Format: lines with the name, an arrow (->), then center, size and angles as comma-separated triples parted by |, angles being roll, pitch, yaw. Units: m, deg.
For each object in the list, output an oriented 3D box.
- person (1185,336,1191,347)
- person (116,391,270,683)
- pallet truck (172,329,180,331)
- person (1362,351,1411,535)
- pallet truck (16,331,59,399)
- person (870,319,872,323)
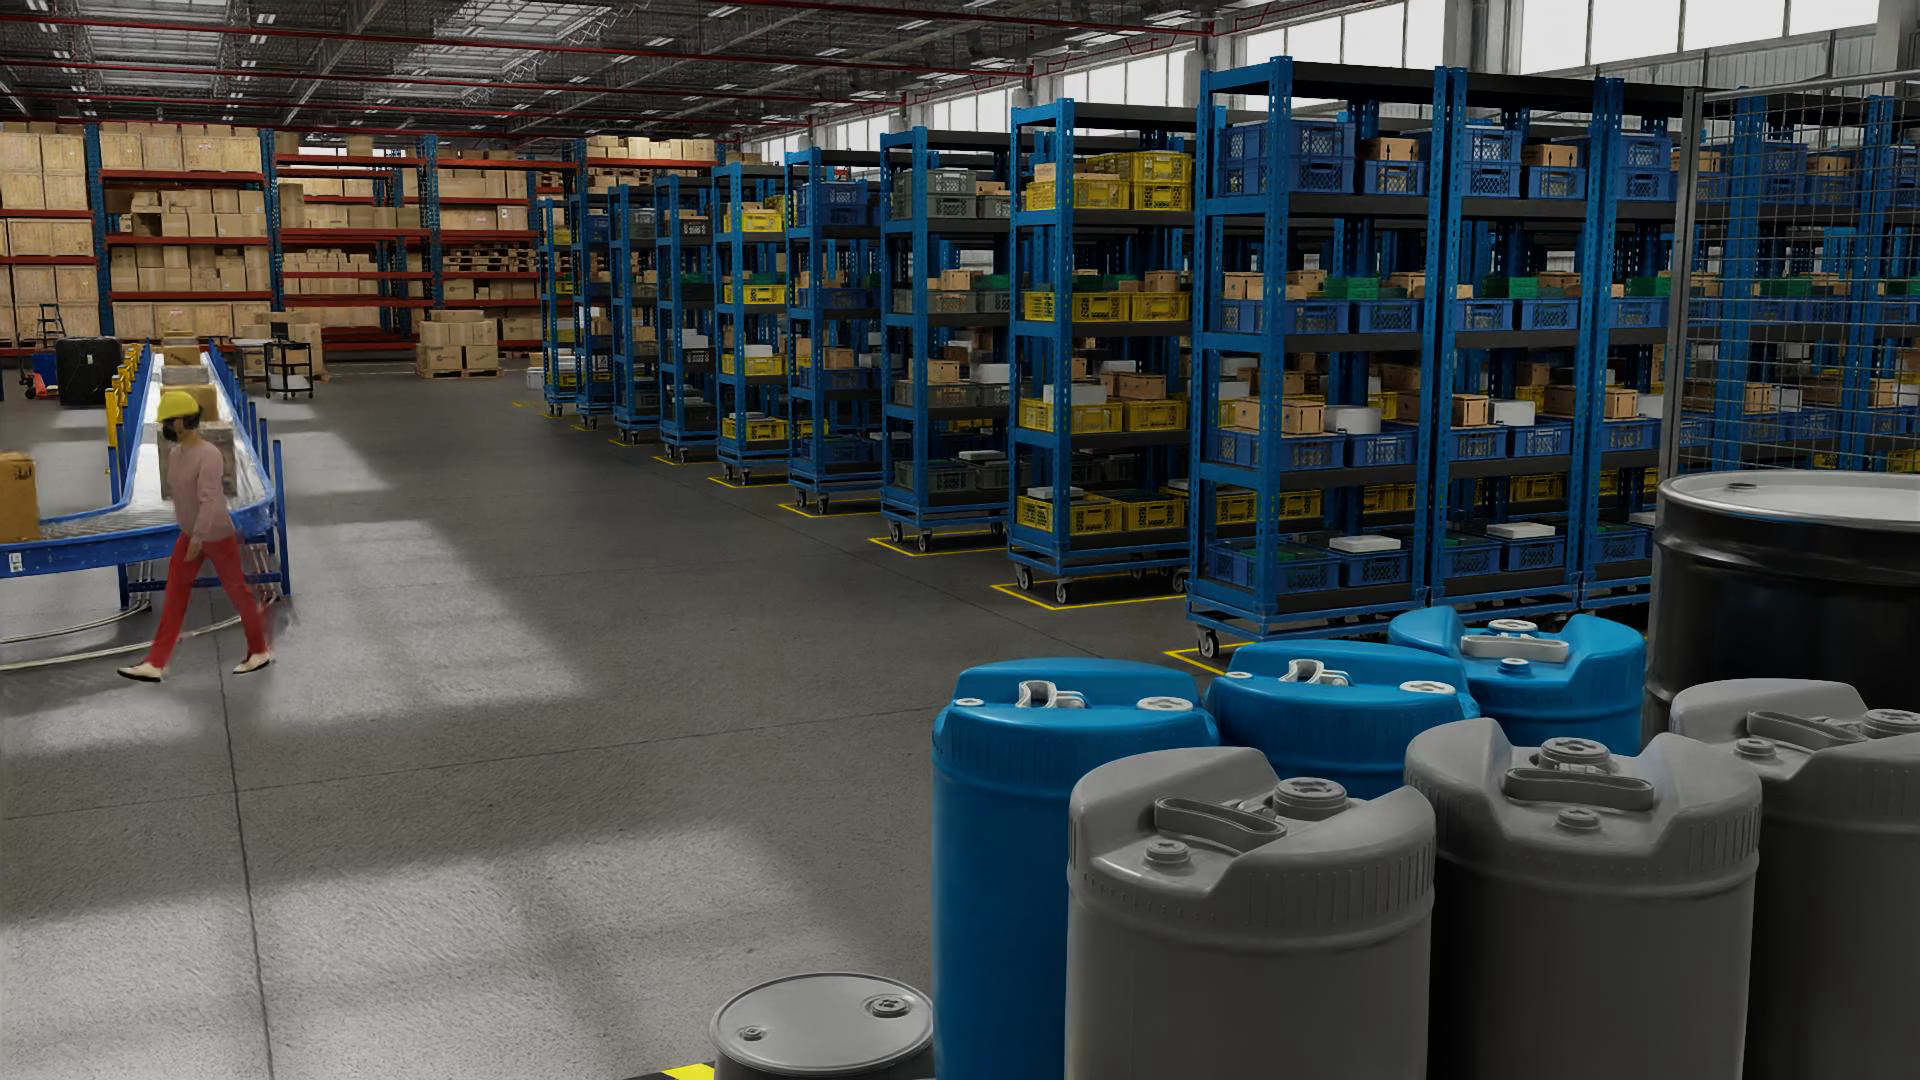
person -> 3.390, -2.431, 24.540 | 0.602, 1.780, 0.906 | -1, 9, -8
person -> -4.503, -0.009, 9.755 | 0.541, 1.713, 0.925 | 5, 11, 30
pallet truck -> -17.275, -3.851, 35.096 | 1.601, 1.201, 0.680 | 0, 9, 1
person -> 3.750, -0.969, 14.869 | 0.429, 1.981, 0.657 | -6, 11, -34
pallet truck -> -17.082, -3.353, 31.781 | 1.630, 1.274, 0.653 | -4, 10, -25
person -> -3.010, -6.824, 51.942 | 0.555, 1.739, 0.521 | -5, 11, -31
